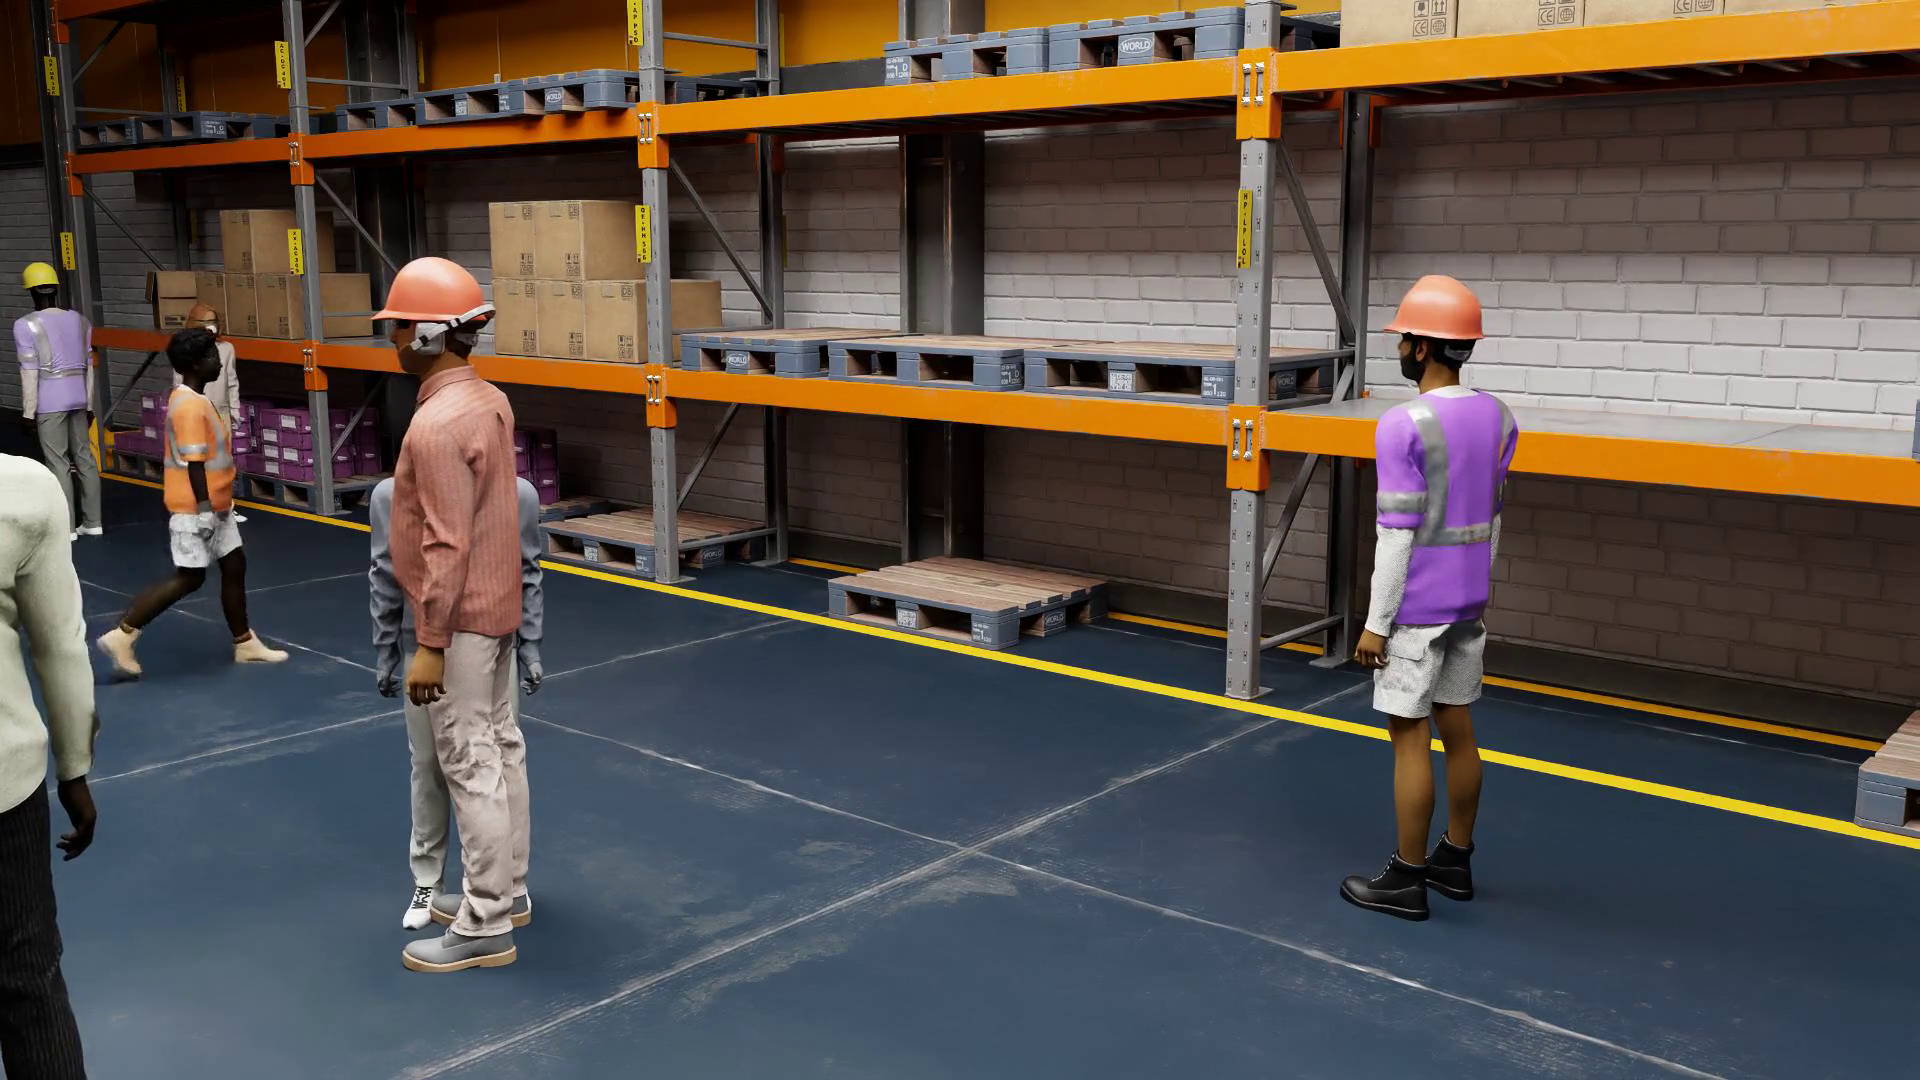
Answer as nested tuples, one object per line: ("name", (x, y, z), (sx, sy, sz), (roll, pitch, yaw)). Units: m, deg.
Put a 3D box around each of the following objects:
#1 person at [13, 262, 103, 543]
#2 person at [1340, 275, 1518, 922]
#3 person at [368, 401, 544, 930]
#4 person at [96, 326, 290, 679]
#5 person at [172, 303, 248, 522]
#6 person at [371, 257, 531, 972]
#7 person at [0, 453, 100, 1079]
("person", (-6.209, -0.933, 11.429), (0.383, 1.923, 0.589), (4, 11, 19))
("person", (1.410, 0.180, 5.038), (0.545, 1.942, 0.354), (-8, 12, -37))
("person", (-1.495, 0.344, 4.979), (0.500, 1.633, 0.284), (-2, 10, -13))
("person", (-3.662, -0.171, 7.826), (0.768, 1.673, 0.539), (-4, 11, -21))
("person", (-5.481, -0.906, 12.129), (0.285, 1.626, 0.494), (6, 12, 32))
("person", (-1.418, 0.214, 4.693), (0.379, 1.996, 0.610), (0, 10, -2))
("person", (-2.004, 0.480, 3.210), (0.617, 1.981, 0.407), (-7, 12, -36))
